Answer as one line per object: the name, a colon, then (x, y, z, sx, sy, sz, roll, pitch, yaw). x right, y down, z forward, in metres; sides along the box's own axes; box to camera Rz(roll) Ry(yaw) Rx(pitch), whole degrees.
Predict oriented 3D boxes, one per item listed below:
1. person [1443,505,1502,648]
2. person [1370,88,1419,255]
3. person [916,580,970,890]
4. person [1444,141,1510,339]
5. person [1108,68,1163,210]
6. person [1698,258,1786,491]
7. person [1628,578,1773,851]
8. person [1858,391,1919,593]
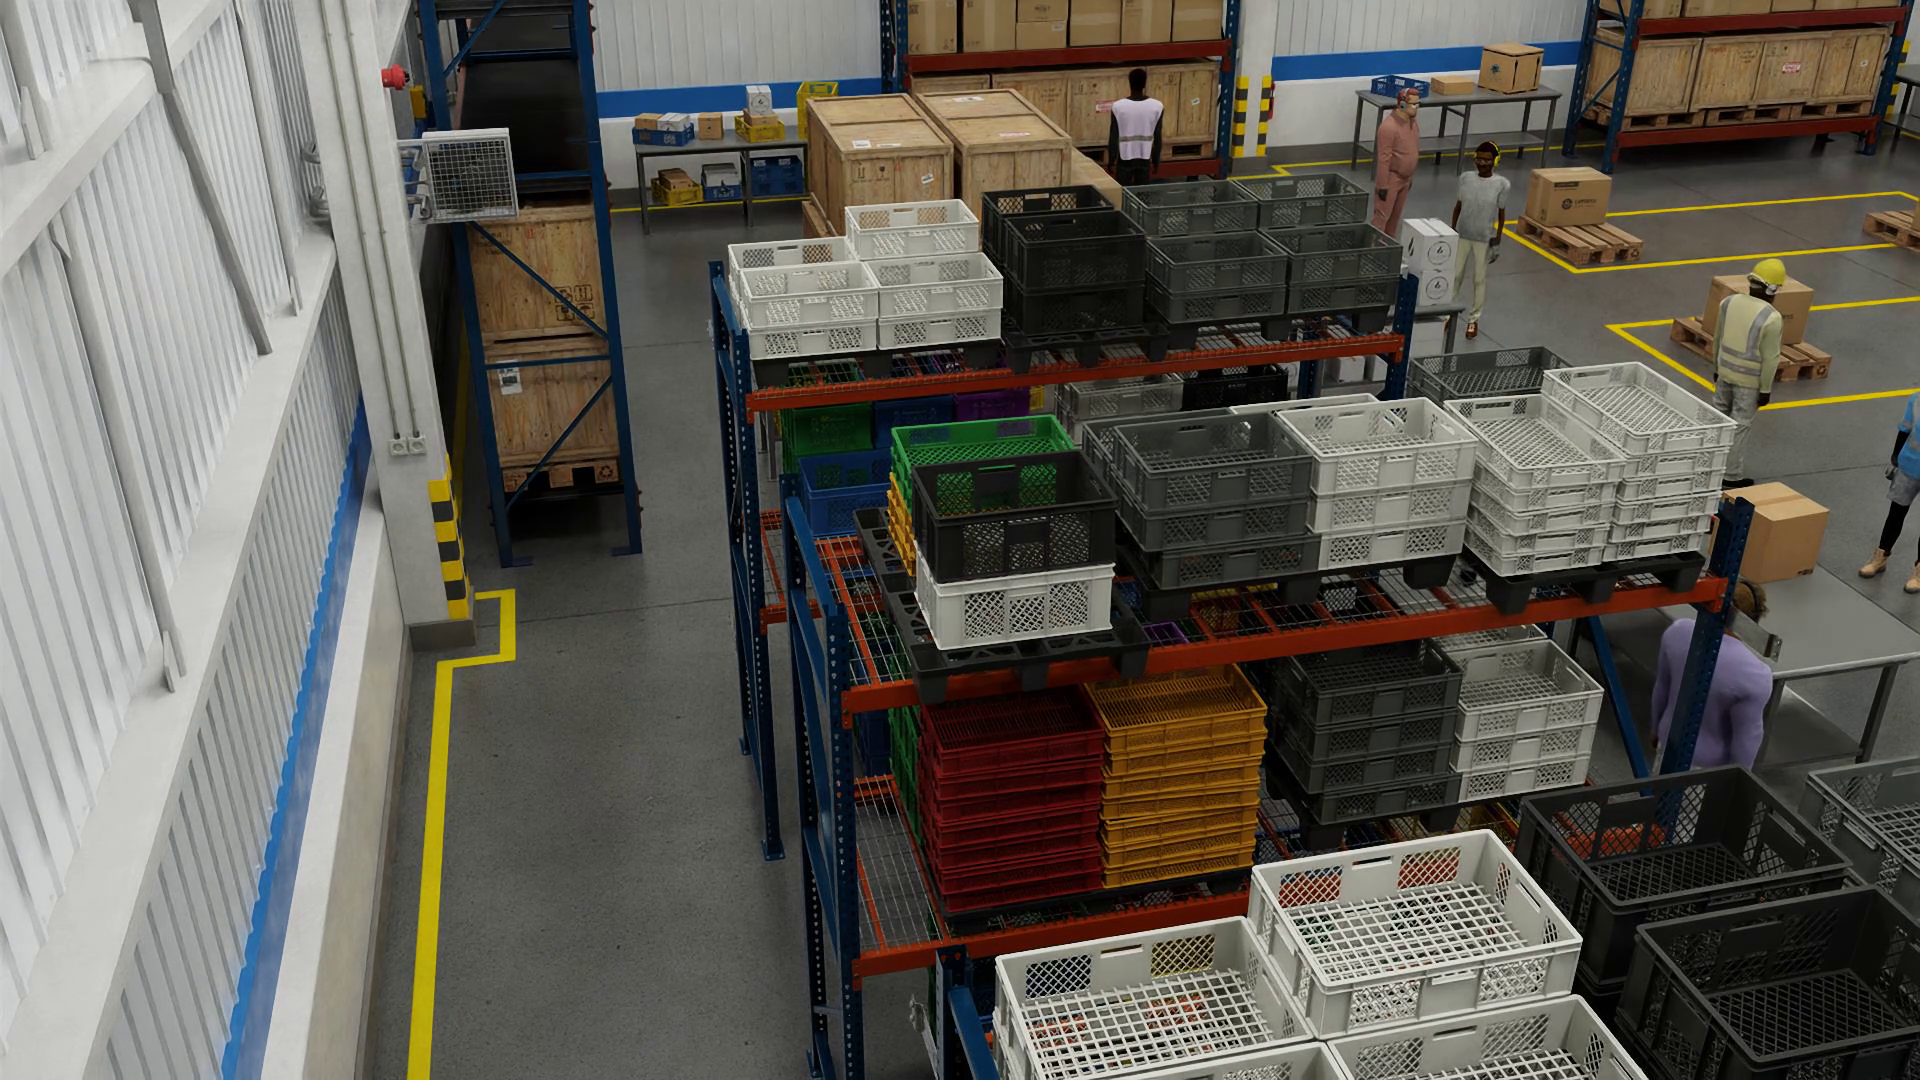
person: (3.197, 0.048, 10.258, 0.430, 1.841, 0.624, 13, 30, 23)
person: (4.586, -3.787, 17.475, 0.397, 1.900, 0.647, 23, 36, 37)
person: (0.004, 1.037, 8.335, 0.355, 1.883, 0.575, -22, 35, -35)
person: (4.851, -2.832, 15.685, 0.520, 1.874, 0.327, 16, 32, 28)
person: (1.912, -4.182, 18.215, 0.593, 1.908, 0.409, -4, 28, -7)
person: (6.025, -1.271, 12.772, 0.403, 1.826, 0.586, -10, 29, -18)
person: (3.665, 1.053, 8.255, 0.362, 1.932, 0.630, -11, 30, -20)
person: (6.614, -0.462, 11.372, 0.318, 1.700, 0.535, -22, 35, -36)
